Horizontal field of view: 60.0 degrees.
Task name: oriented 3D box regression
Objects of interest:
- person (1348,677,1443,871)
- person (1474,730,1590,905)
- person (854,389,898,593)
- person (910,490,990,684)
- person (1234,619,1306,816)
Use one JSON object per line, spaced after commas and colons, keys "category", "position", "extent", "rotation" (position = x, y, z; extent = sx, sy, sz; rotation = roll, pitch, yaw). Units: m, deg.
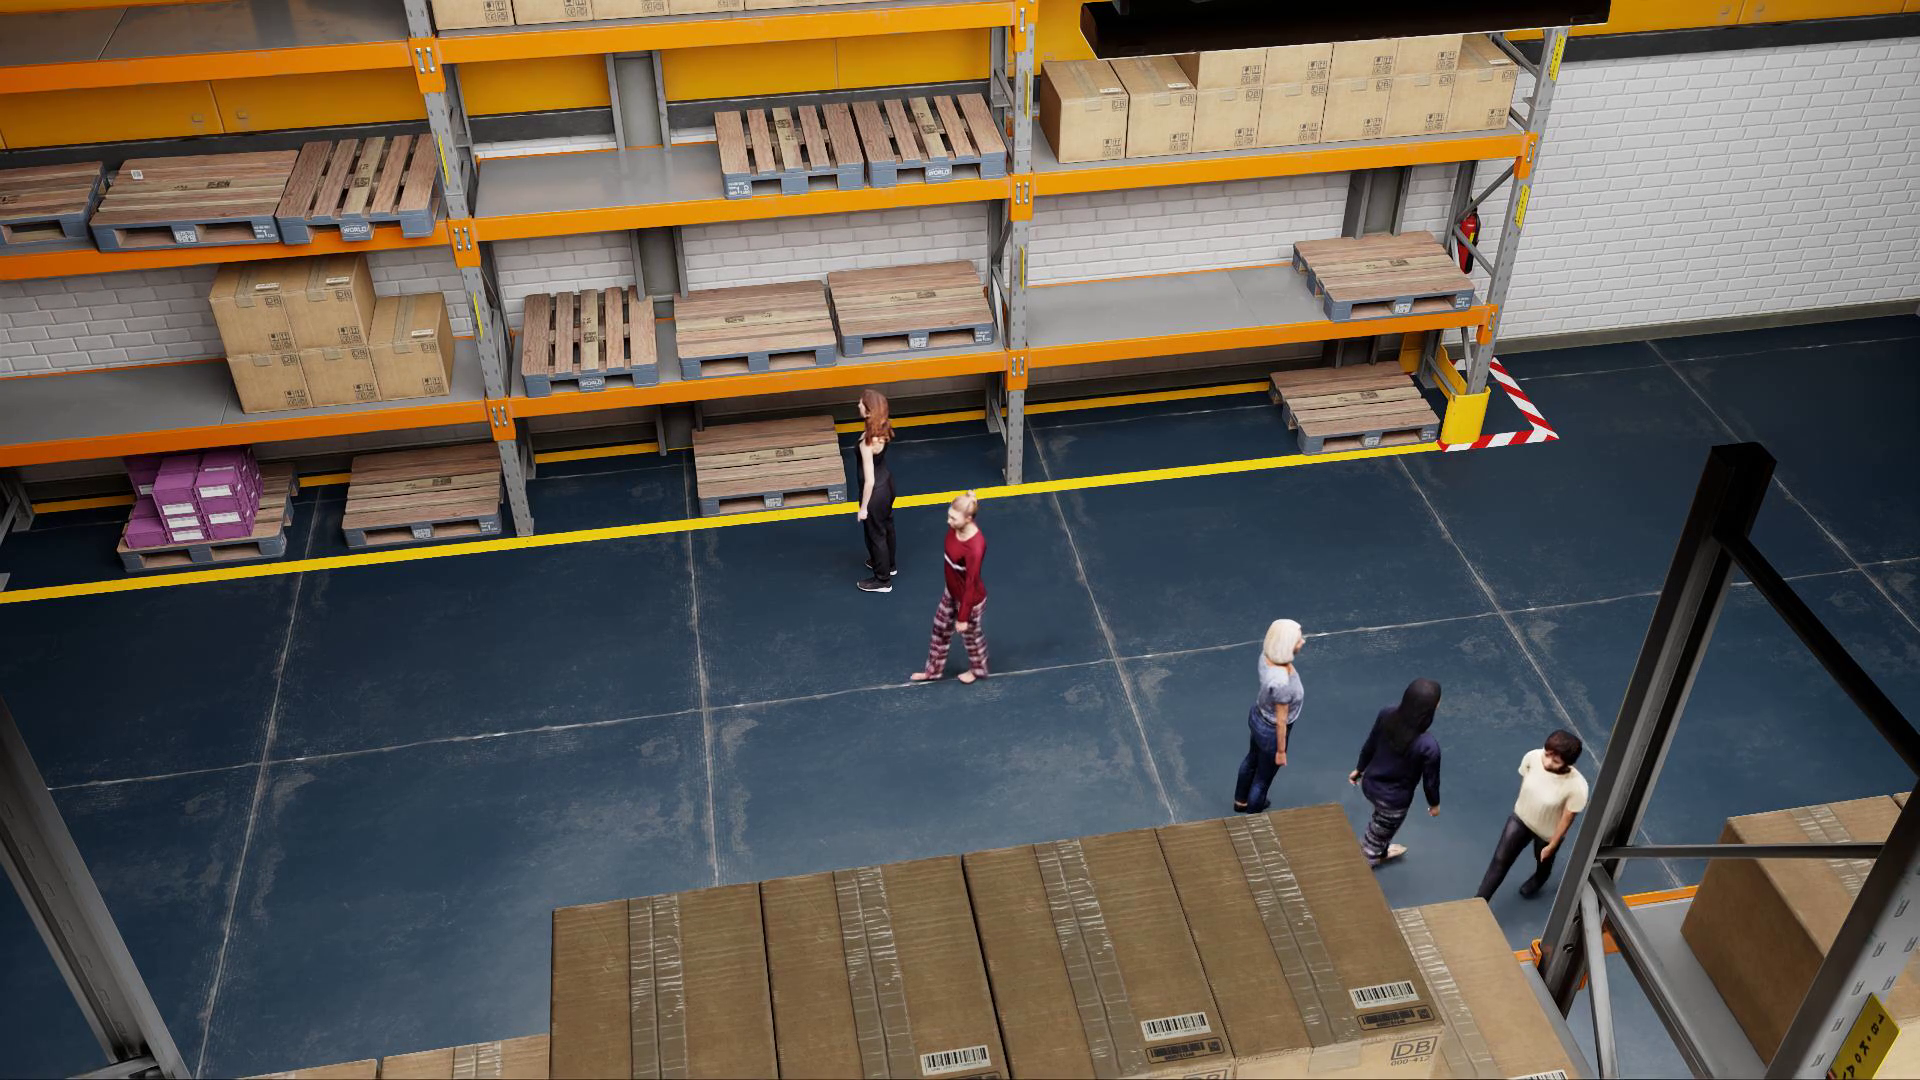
{"category": "person", "position": [2.517, 1.529, 9.999], "extent": [0.926, 1.707, 0.824], "rotation": [-20, 43, -23]}
{"category": "person", "position": [3.511, 1.680, 9.941], "extent": [1.119, 1.543, 0.916], "rotation": [-25, 45, -28]}
{"category": "person", "position": [-0.611, -0.372, 12.347], "extent": [0.647, 1.748, 0.655], "rotation": [8, 39, 10]}
{"category": "person", "position": [0.092, 0.338, 11.502], "extent": [0.881, 1.693, 0.770], "rotation": [-15, 41, -18]}
{"category": "person", "position": [1.940, 1.164, 10.445], "extent": [0.526, 1.721, 0.604], "rotation": [-3, 39, -4]}
